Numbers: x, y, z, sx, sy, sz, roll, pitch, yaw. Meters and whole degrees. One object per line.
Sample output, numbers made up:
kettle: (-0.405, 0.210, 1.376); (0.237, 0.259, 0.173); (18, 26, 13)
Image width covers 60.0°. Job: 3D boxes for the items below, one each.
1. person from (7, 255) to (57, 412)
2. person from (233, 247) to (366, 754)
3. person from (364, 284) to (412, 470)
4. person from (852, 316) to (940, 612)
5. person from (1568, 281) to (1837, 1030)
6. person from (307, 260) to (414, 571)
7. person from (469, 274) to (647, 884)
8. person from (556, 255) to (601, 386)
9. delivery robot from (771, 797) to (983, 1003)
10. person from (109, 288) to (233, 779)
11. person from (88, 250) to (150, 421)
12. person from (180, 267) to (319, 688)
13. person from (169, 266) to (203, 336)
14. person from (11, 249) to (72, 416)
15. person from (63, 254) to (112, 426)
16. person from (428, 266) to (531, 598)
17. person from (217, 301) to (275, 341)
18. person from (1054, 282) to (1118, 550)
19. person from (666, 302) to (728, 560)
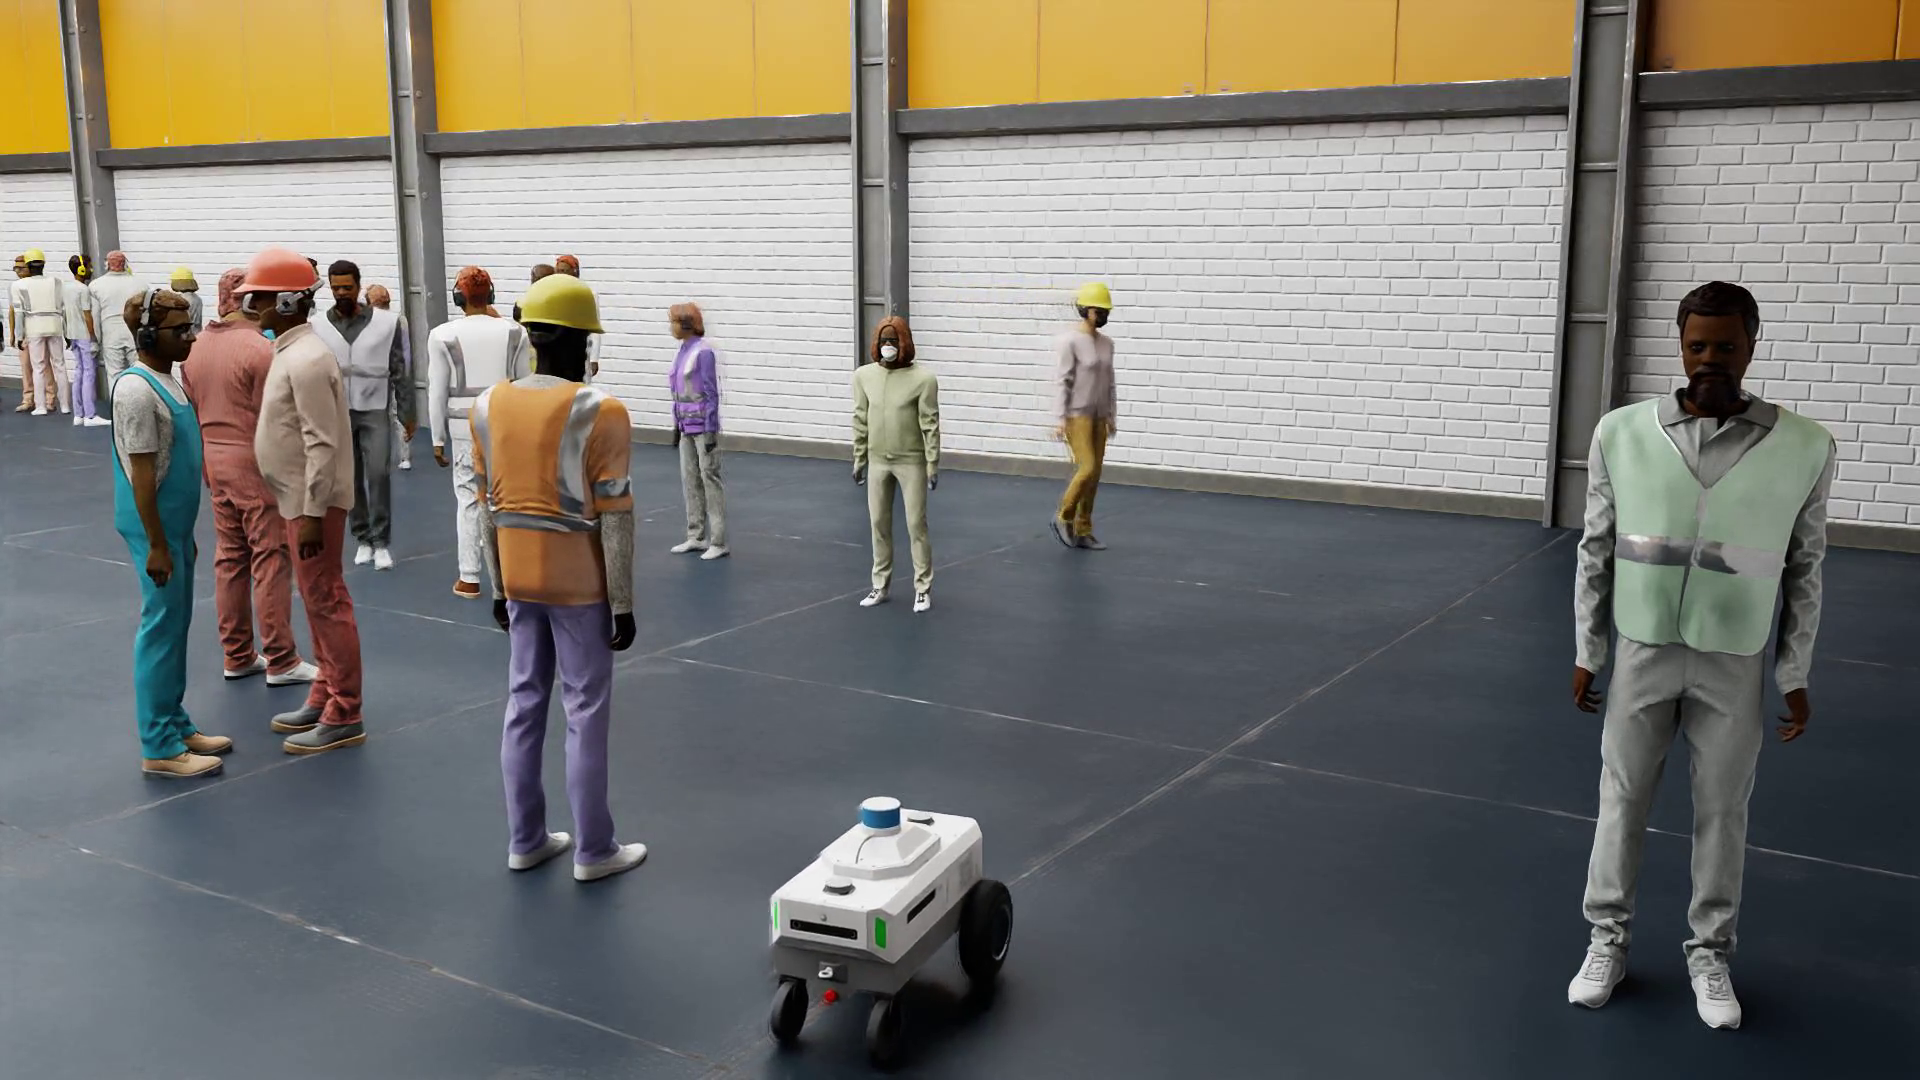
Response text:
person: (-10.934, -2.421, 19.587); (0.514, 1.844, 0.328); (0, 10, -1)
person: (-2.607, -0.153, 6.603); (0.395, 1.994, 0.612); (-5, 11, -26)
person: (-5.031, -1.403, 14.516); (0.513, 1.641, 0.309); (-9, 14, -41)
person: (-0.343, -0.408, 9.071); (0.512, 1.623, 0.319); (4, 11, 23)
person: (1.902, 0.297, 4.325); (0.589, 1.920, 0.392); (4, 11, 23)
person: (-3.705, -0.749, 10.180); (0.636, 1.887, 0.799); (-2, 10, -13)
person: (-1.256, 0.128, 5.270); (0.583, 1.918, 0.394); (5, 11, 25)
person: (-3.623, -1.704, 15.511); (0.575, 1.883, 0.355); (2, 11, 13)
delivery robot: (-0.206, 0.922, 4.380); (0.477, 0.478, 0.707); (4, 11, 21)
person: (-3.005, -0.023, 6.302); (0.327, 1.843, 0.516); (-3, 11, -15)
person: (-9.231, -2.227, 18.343); (0.651, 1.906, 0.401); (-6, 12, -32)
person: (-3.202, -0.280, 7.576); (0.639, 1.902, 0.407); (6, 12, 30)
person: (-8.364, -2.094, 18.059); (0.320, 1.742, 0.492); (-1, 10, -3)
person: (-10.603, -2.396, 19.236); (0.585, 1.922, 0.372); (-9, 13, -40)
person: (-9.575, -2.179, 18.184); (0.530, 1.869, 0.311); (8, 13, 38)
person: (-2.708, -0.604, 9.439); (0.582, 1.878, 0.347); (-5, 12, -28)
person: (-5.294, -1.058, 12.299); (0.562, 1.748, 0.335); (3, 11, 17)
person: (0.840, -0.787, 10.781); (0.369, 1.754, 0.553); (9, 14, 42)
person: (-1.674, -0.690, 10.620); (0.323, 1.625, 0.561); (-7, 12, -32)
